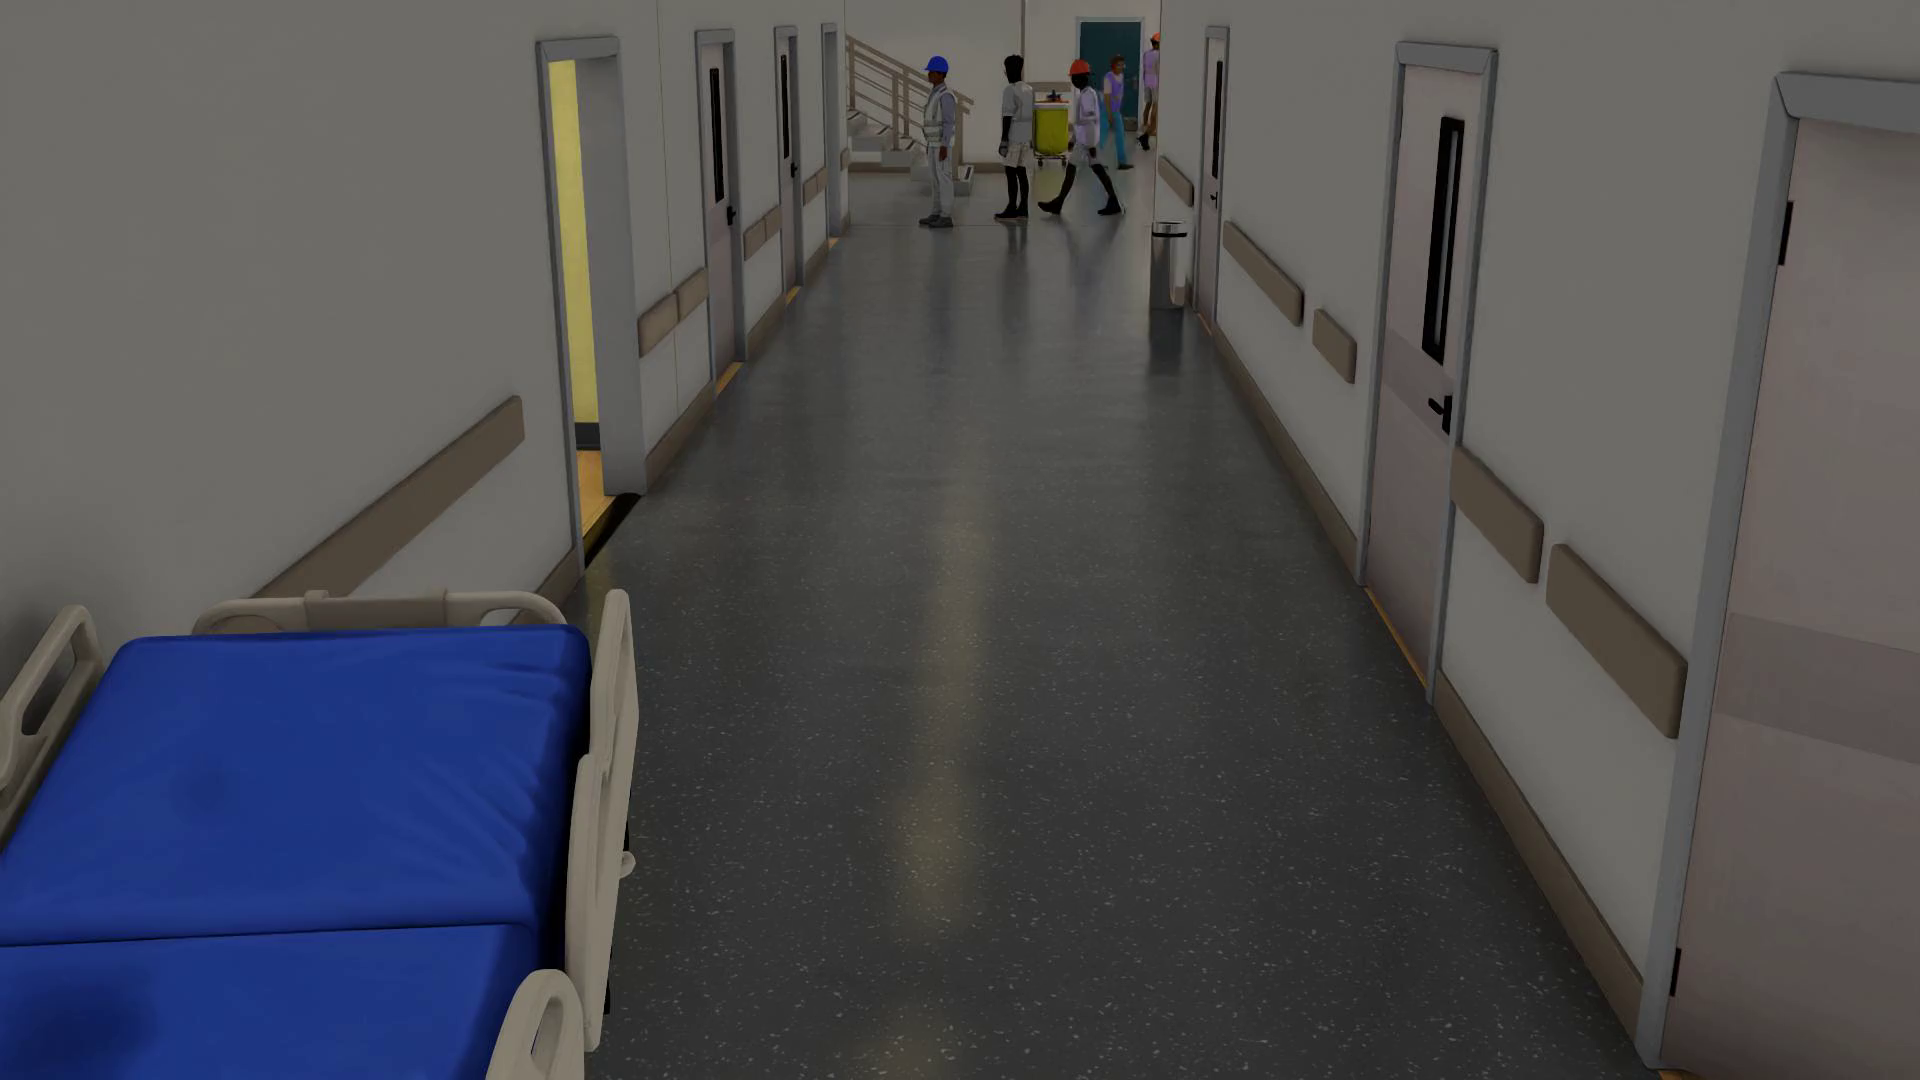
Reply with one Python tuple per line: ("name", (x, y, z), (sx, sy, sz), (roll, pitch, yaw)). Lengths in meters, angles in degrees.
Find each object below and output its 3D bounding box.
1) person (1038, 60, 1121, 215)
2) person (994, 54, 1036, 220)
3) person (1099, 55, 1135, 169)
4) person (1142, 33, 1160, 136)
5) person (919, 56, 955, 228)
("person", (1.541, -4.951, 20.531), (1.032, 1.876, 0.548), (4, 18, 12))
("person", (0.673, -4.858, 20.115), (0.388, 1.951, 0.611), (10, 20, 30))
("person", (2.442, -6.800, 26.489), (0.897, 1.775, 0.577), (14, 22, 36))
("person", (3.957, -9.236, 33.748), (0.407, 2.029, 0.612), (-11, 21, -31))
("person", (-0.247, -4.639, 19.418), (0.380, 1.951, 0.605), (-6, 19, -20))
